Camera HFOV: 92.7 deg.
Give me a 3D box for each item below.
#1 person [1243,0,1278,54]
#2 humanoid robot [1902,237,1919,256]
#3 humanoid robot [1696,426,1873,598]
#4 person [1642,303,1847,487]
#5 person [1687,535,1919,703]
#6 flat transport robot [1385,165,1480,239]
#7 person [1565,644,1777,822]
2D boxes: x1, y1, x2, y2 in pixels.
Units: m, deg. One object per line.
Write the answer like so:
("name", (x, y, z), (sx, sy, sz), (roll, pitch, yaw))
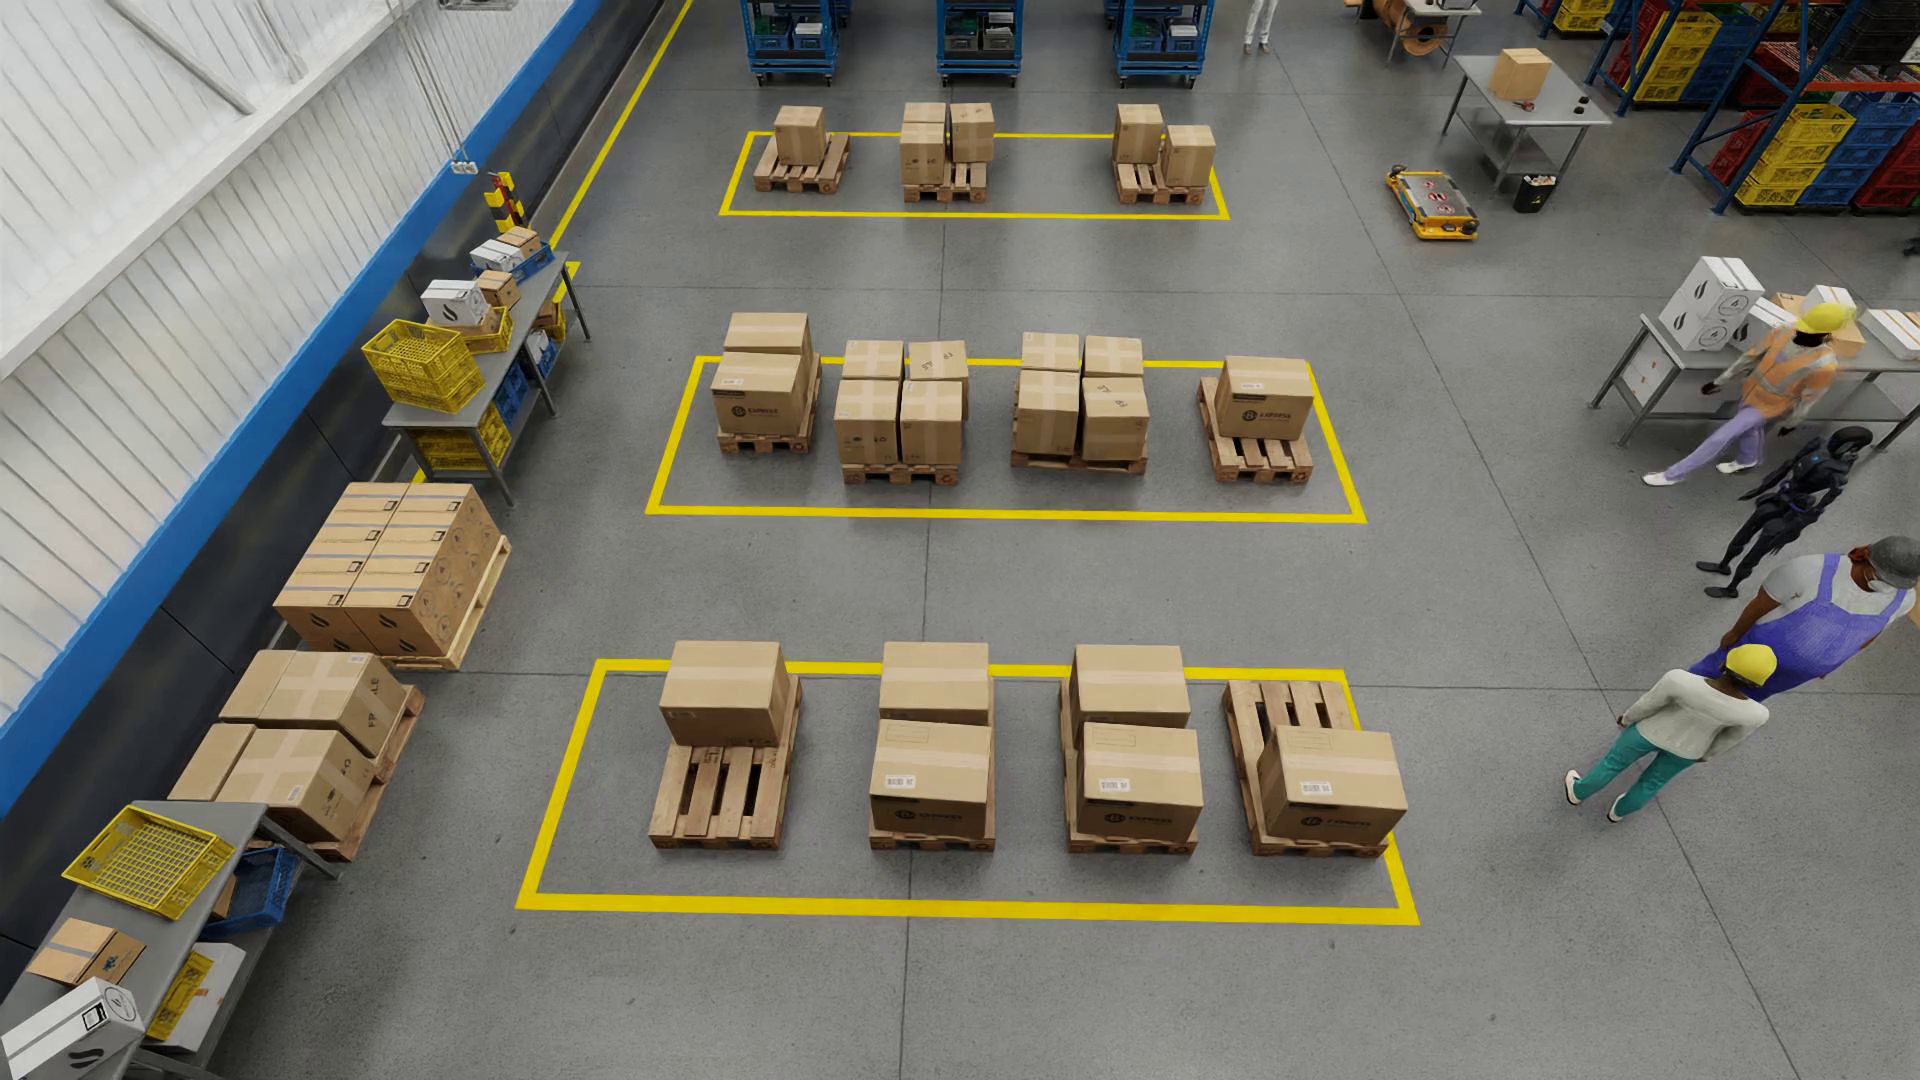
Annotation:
("person", (4.620, -8.266, 13.621), (0.574, 1.882, 0.356), (-6, 49, -5))
("humanoid robot", (11.104, -3.887, 9.968), (0.581, 1.631, 0.564), (3, 49, 2))
("humanoid robot", (6.076, -0.218, 6.788), (0.325, 1.651, 0.570), (10, 50, 9))
("person", (6.588, -1.156, 7.481), (1.035, 1.865, 0.589), (2, 49, 1))
("person", (5.243, 0.668, 5.784), (0.680, 2.000, 0.536), (19, 52, 16))
("flat transport robot", (5.692, -4.094, 11.059), (0.652, 0.197, 1.431), (1, 49, 1))
("person", (4.272, 1.175, 5.525), (0.524, 1.768, 0.307), (26, 54, 21))
